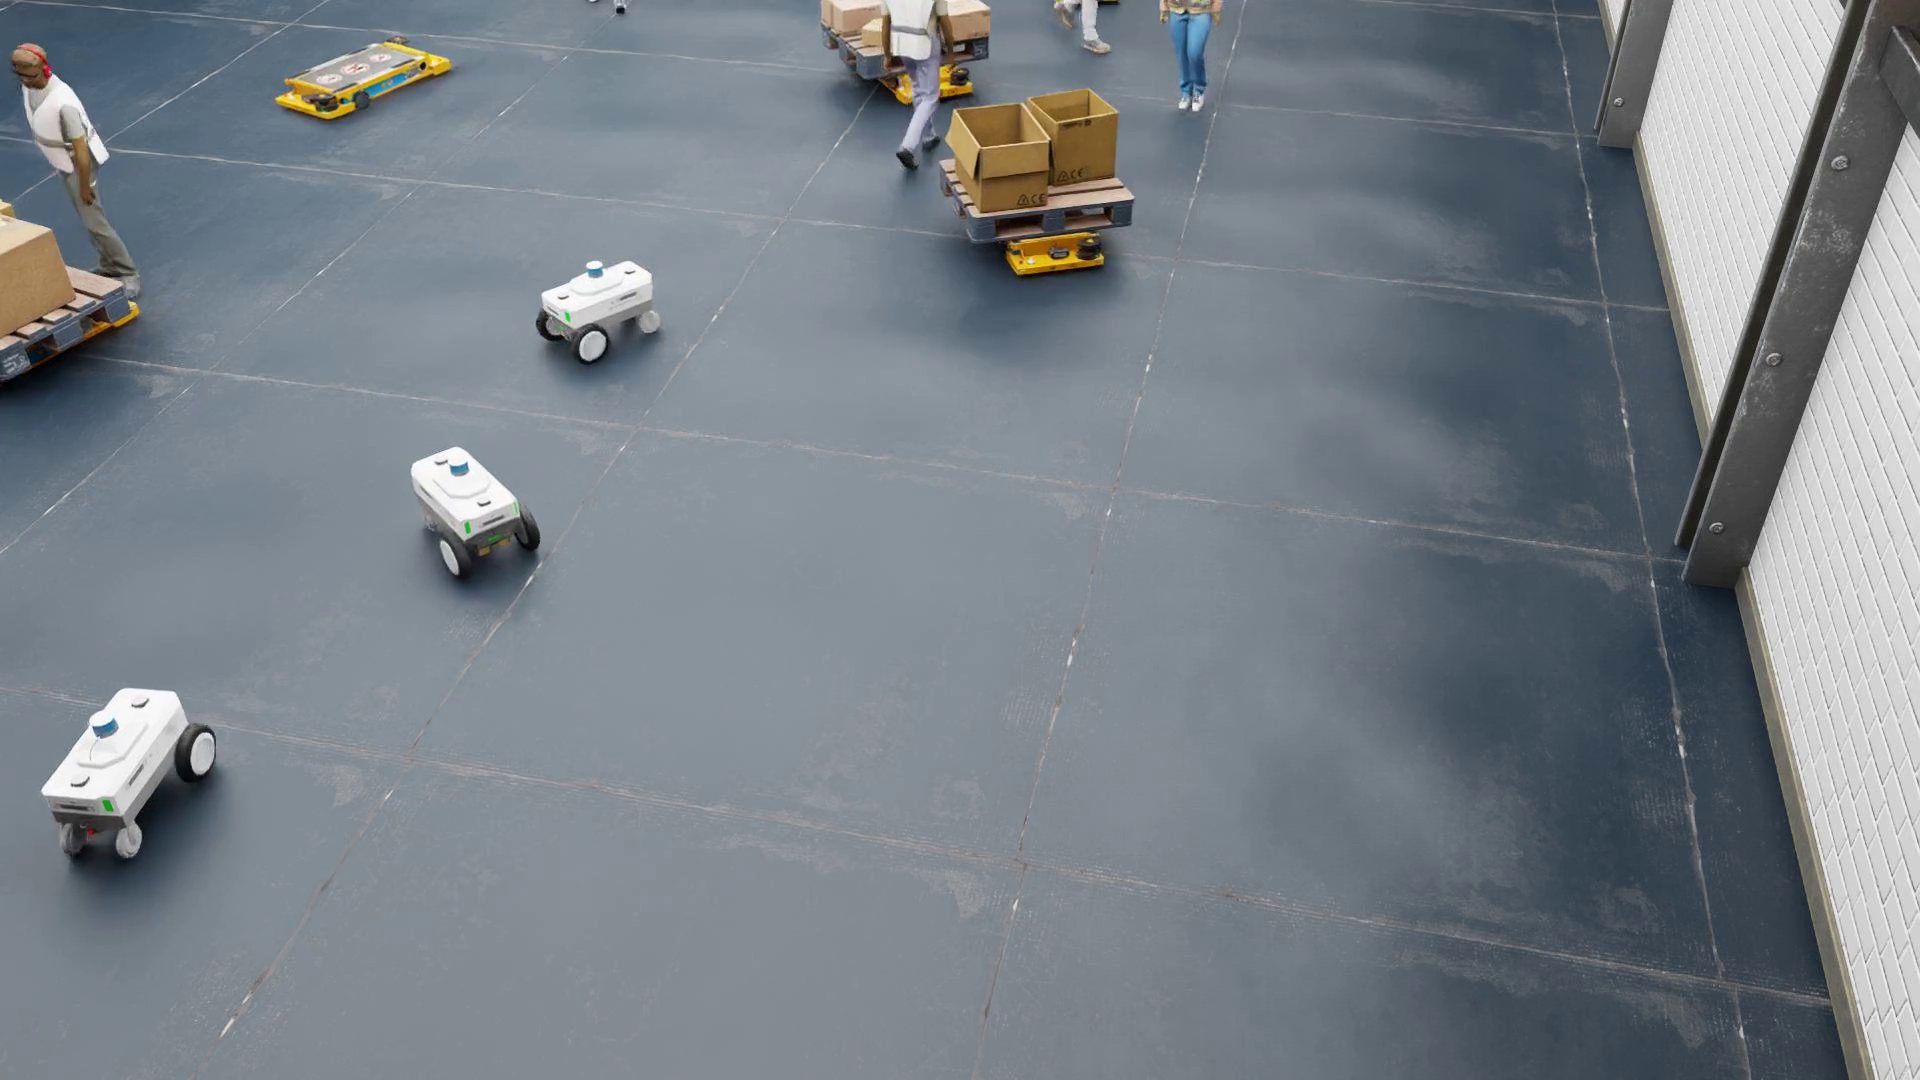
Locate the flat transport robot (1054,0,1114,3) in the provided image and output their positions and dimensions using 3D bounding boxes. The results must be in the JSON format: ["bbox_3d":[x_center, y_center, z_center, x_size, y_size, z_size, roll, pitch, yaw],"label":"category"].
[{"bbox_3d":[1.137,-5.789,16.965,0.659,0.231,1.431,-7,37,-10],"label":"flat transport robot"}]

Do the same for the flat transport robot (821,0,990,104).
[{"bbox_3d":[-0.494,-4.294,14.965,0.659,0.231,1.431,-16,40,-21],"label":"flat transport robot"}]

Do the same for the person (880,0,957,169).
[{"bbox_3d":[-0.337,-3.840,13.075,0.584,1.799,0.821,17,40,21],"label":"person"}]

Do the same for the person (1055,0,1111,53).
[{"bbox_3d":[1.170,-5.447,15.178,0.621,1.864,0.654,20,41,25],"label":"person"}]

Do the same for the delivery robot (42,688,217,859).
[{"bbox_3d":[-3.832,1.031,7.594,0.499,0.587,0.769,4,37,5],"label":"delivery robot"}]

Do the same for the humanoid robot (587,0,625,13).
[{"bbox_3d":[-3.510,-5.923,15.982,0.531,1.861,0.816,-22,42,-27],"label":"humanoid robot"}]

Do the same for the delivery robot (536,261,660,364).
[{"bbox_3d":[-2.403,-1.574,11.061,0.745,0.565,0.499,-29,46,-33],"label":"delivery robot"}]

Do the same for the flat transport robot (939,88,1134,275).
[{"bbox_3d":[0.538,-2.401,12.432,0.659,0.231,1.431,-9,38,-12],"label":"flat transport robot"}]

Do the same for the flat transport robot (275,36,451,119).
[{"bbox_3d":[-5.263,-4.086,14.686,0.659,0.231,1.431,20,41,25],"label":"flat transport robot"}]

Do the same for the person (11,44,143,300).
[{"bbox_3d":[-6.019,-2.534,11.329,0.411,1.810,0.686,-30,46,-34],"label":"person"}]

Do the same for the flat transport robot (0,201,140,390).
[{"bbox_3d":[-6.243,-1.325,10.991,0.659,0.231,1.431,17,40,21],"label":"flat transport robot"}]

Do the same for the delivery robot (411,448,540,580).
[{"bbox_3d":[-2.731,-0.194,9.234,0.499,0.589,0.784,-27,44,-31],"label":"delivery robot"}]

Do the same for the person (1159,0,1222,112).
[{"bbox_3d":[1.923,-4.434,13.944,0.523,1.703,0.447,18,40,22],"label":"person"}]
